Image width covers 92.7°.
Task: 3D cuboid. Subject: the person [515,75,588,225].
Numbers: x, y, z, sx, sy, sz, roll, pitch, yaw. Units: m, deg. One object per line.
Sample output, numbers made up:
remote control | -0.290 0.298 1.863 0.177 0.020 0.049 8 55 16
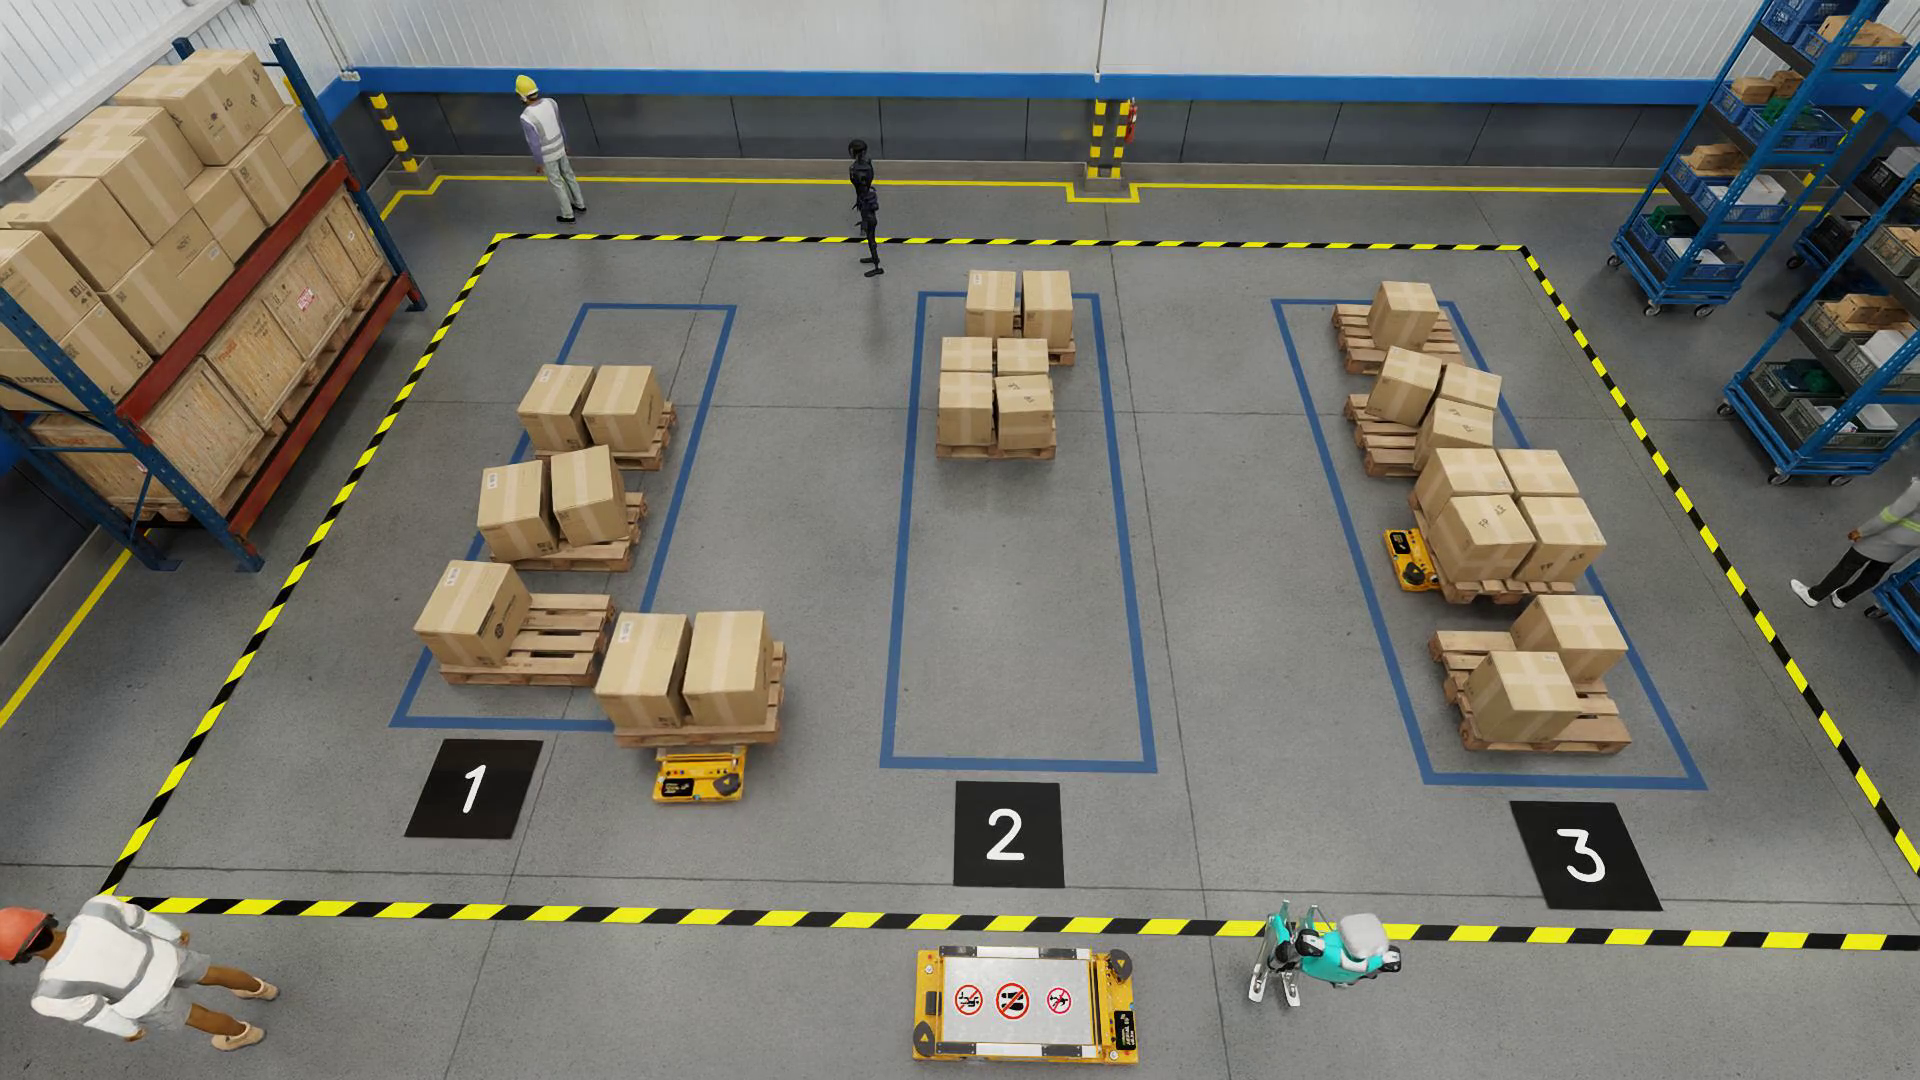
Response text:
person | -5.120 -4.845 11.425 0.404 1.830 0.602 17 53 13

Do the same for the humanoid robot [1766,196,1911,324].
humanoid robot | 9.717 -2.948 9.999 0.599 1.634 0.710 -17 53 -14

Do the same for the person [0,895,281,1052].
person | -4.726 2.536 5.283 0.400 2.028 0.612 -2 51 -2

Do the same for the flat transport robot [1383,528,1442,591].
flat transport robot | 4.689 0.155 8.342 1.431 0.197 0.652 1 51 1

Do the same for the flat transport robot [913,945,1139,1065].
flat transport robot | 0.422 3.041 6.007 1.431 0.231 0.659 1 51 1

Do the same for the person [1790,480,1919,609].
person | 7.697 -0.072 7.522 0.596 1.852 0.361 5 51 4

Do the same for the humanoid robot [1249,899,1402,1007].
humanoid robot | 2.125 2.381 5.513 0.533 1.674 0.735 8 51 7

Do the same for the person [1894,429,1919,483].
person | 9.590 -1.273 8.601 0.485 1.690 0.925 4 51 3

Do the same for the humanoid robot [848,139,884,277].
humanoid robot | -1.111 -3.882 10.733 0.315 1.655 0.599 -8 51 -6

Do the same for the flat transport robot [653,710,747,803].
flat transport robot | -2.011 1.378 7.344 0.652 0.197 1.431 -1 51 -1
